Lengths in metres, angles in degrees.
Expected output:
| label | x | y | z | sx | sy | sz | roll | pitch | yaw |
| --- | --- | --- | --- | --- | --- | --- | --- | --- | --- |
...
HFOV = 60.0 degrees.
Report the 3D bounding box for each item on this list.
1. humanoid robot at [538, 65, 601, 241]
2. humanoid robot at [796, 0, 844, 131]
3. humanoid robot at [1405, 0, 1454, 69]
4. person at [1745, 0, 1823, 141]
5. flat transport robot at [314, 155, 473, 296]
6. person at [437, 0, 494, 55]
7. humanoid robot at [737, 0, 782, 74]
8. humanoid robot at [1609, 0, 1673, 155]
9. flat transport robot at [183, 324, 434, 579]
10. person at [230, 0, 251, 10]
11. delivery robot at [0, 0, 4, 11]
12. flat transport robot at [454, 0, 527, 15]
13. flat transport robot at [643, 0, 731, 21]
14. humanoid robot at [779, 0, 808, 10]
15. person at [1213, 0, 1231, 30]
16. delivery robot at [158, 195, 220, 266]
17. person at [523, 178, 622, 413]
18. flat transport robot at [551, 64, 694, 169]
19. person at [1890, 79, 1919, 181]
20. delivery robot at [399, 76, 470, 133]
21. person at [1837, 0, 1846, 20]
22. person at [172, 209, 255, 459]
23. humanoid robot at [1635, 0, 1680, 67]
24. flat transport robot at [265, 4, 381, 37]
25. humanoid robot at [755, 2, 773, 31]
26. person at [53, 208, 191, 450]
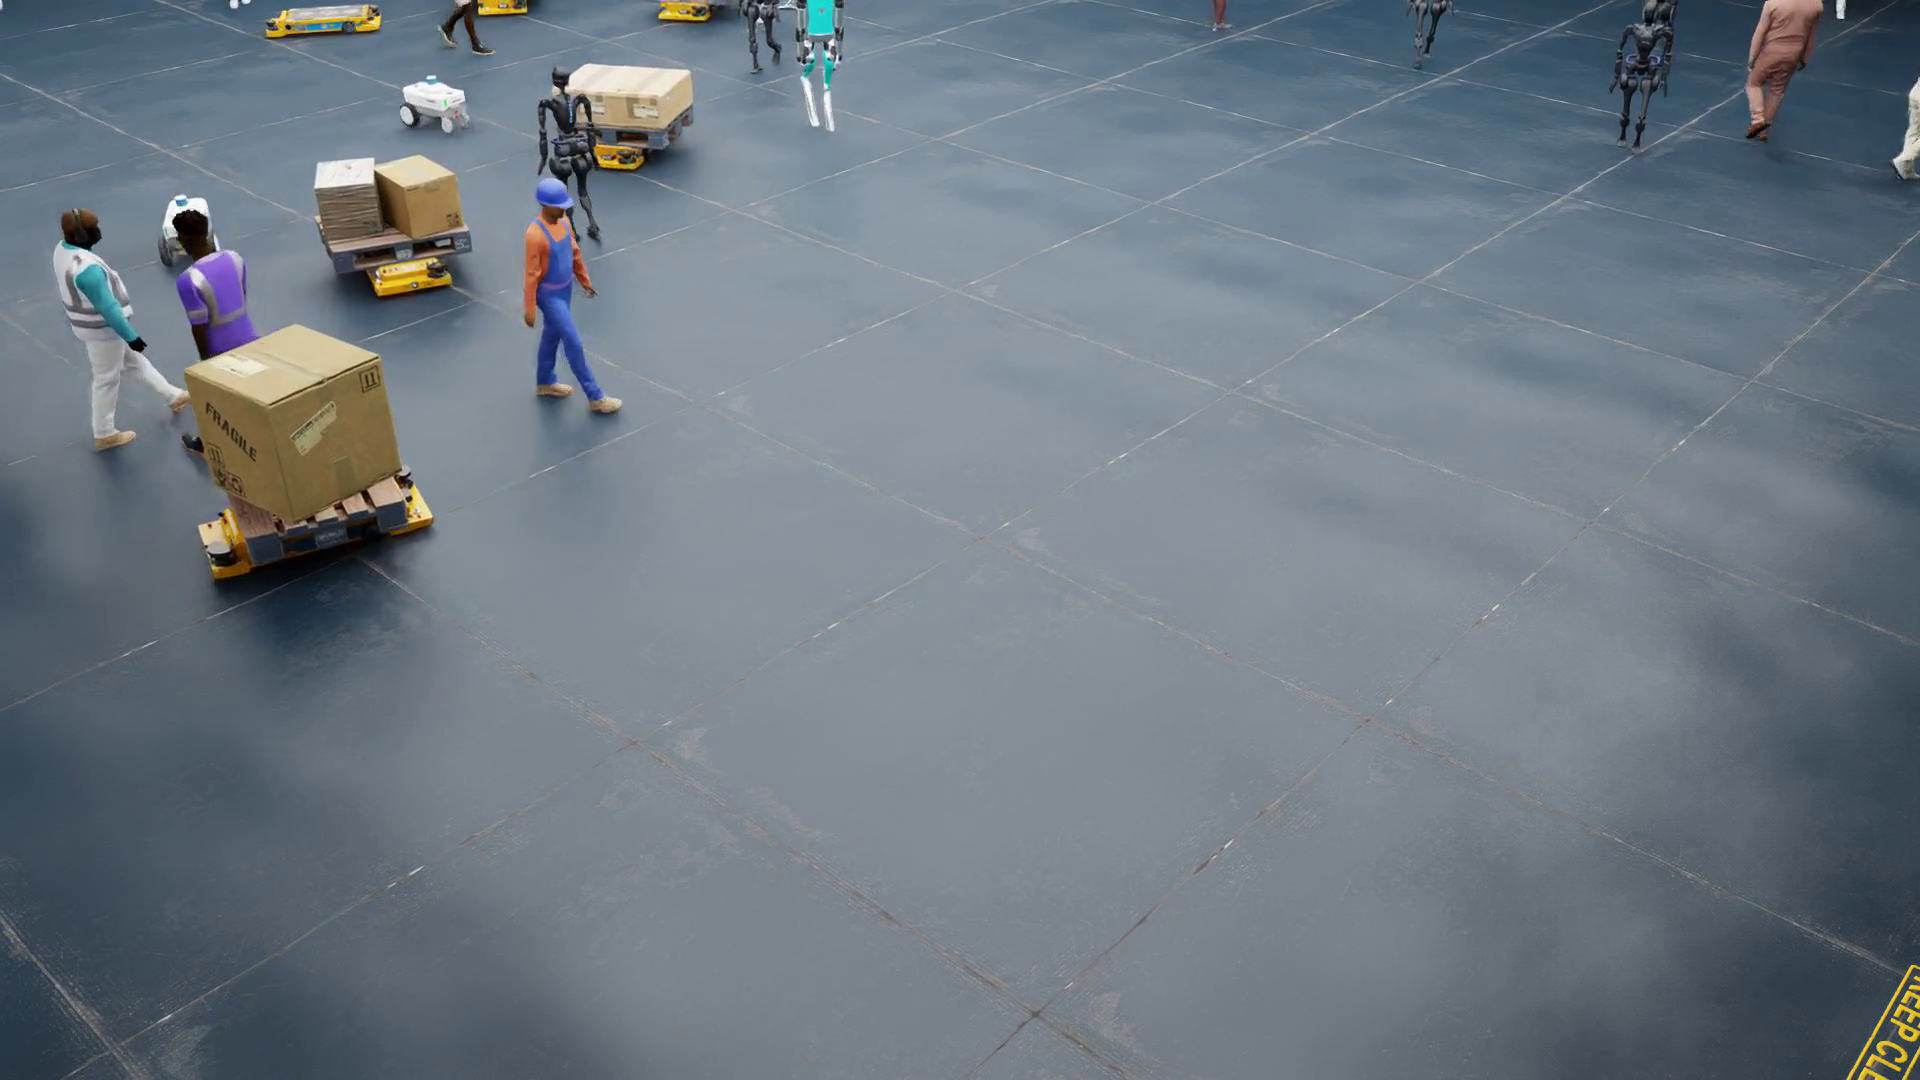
| label | x | y | z | sx | sy | sz | roll | pitch | yaw |
| --- | --- | --- | --- | --- | --- | --- | --- | --- | --- |
| humanoid robot | -3.692 | -3.631 | 15.665 | 0.614 | 1.649 | 0.305 | -22 | 38 | -31 |
| humanoid robot | -1.595 | -5.410 | 18.516 | 0.561 | 1.818 | 0.767 | -9 | 33 | -14 |
| humanoid robot | 5.890 | -6.768 | 20.777 | 0.586 | 1.638 | 0.784 | 6 | 32 | 10 |
| person | 8.919 | -5.275 | 18.117 | 0.676 | 1.888 | 0.463 | 2 | 32 | 3 |
| flat transport robot | -5.210 | -2.636 | 15.399 | 0.659 | 0.231 | 1.431 | -15 | 35 | -23 |
| person | -6.410 | -7.186 | 21.145 | 0.799 | 1.938 | 0.609 | 9 | 33 | 15 |
| humanoid robot | -2.458 | -6.638 | 20.518 | 0.589 | 1.635 | 0.583 | 9 | 33 | 14 |
| humanoid robot | 7.330 | -4.992 | 17.874 | 0.600 | 1.622 | 0.571 | 12 | 34 | 18 |
| flat transport robot | -4.417 | -0.147 | 11.390 | 1.431 | 0.231 | 0.659 | -17 | 35 | -25 |
| person | -10.188 | -8.382 | 23.111 | 0.621 | 1.883 | 0.745 | -12 | 34 | -19 |
| delivery robot | -13.698 | -7.577 | 23.061 | 0.505 | 0.569 | 0.741 | 12 | 34 | 19 |
| flat transport robot | -6.520 | -7.696 | 23.547 | 0.659 | 0.231 | 1.431 | -6 | 32 | -10 |
| flat transport robot | -3.699 | -7.540 | 23.296 | 0.659 | 0.231 | 1.431 | 5 | 32 | 7 |
| humanoid robot | -2.142 | -8.256 | 23.065 | 0.858 | 1.775 | 0.575 | -5 | 32 | -8 |
| person | 3.585 | -7.793 | 22.294 | 0.586 | 1.766 | 0.753 | 17 | 36 | 25 |
| delivery robot | -7.241 | -2.929 | 15.594 | 0.499 | 0.589 | 0.785 | -9 | 33 | -15 |
| person | -2.991 | -1.858 | 12.637 | 0.921 | 1.854 | 0.659 | 9 | 33 | 15 |
| flat transport robot | -3.622 | -4.376 | 18.201 | 0.659 | 0.231 | 1.431 | 6 | 32 | 10 |
| person | 9.917 | -4.486 | 17.048 | 0.433 | 1.672 | 0.468 | -5 | 32 | -8 |
| delivery robot | -5.952 | -4.960 | 18.861 | 0.782 | 0.586 | 0.499 | 18 | 36 | 26 |
| person | 12.325 | -8.054 | 22.857 | 0.503 | 1.597 | 0.841 | 7 | 32 | 11 |
| person | -5.361 | -1.449 | 11.914 | 0.877 | 1.930 | 0.621 | 13 | 34 | 20 |
| humanoid robot | 8.721 | -6.681 | 20.587 | 0.520 | 1.642 | 0.608 | -4 | 32 | -6 |
| flat transport robot | -8.571 | -6.997 | 22.421 | 1.431 | 0.231 | 0.659 | -8 | 33 | -12 |
| humanoid robot | -2.620 | -7.632 | 22.112 | 0.758 | 1.835 | 0.561 | -5 | 32 | -8 |
| person | -6.186 | -1.588 | 12.268 | 0.931 | 1.795 | 0.642 | -21 | 38 | -30 |
